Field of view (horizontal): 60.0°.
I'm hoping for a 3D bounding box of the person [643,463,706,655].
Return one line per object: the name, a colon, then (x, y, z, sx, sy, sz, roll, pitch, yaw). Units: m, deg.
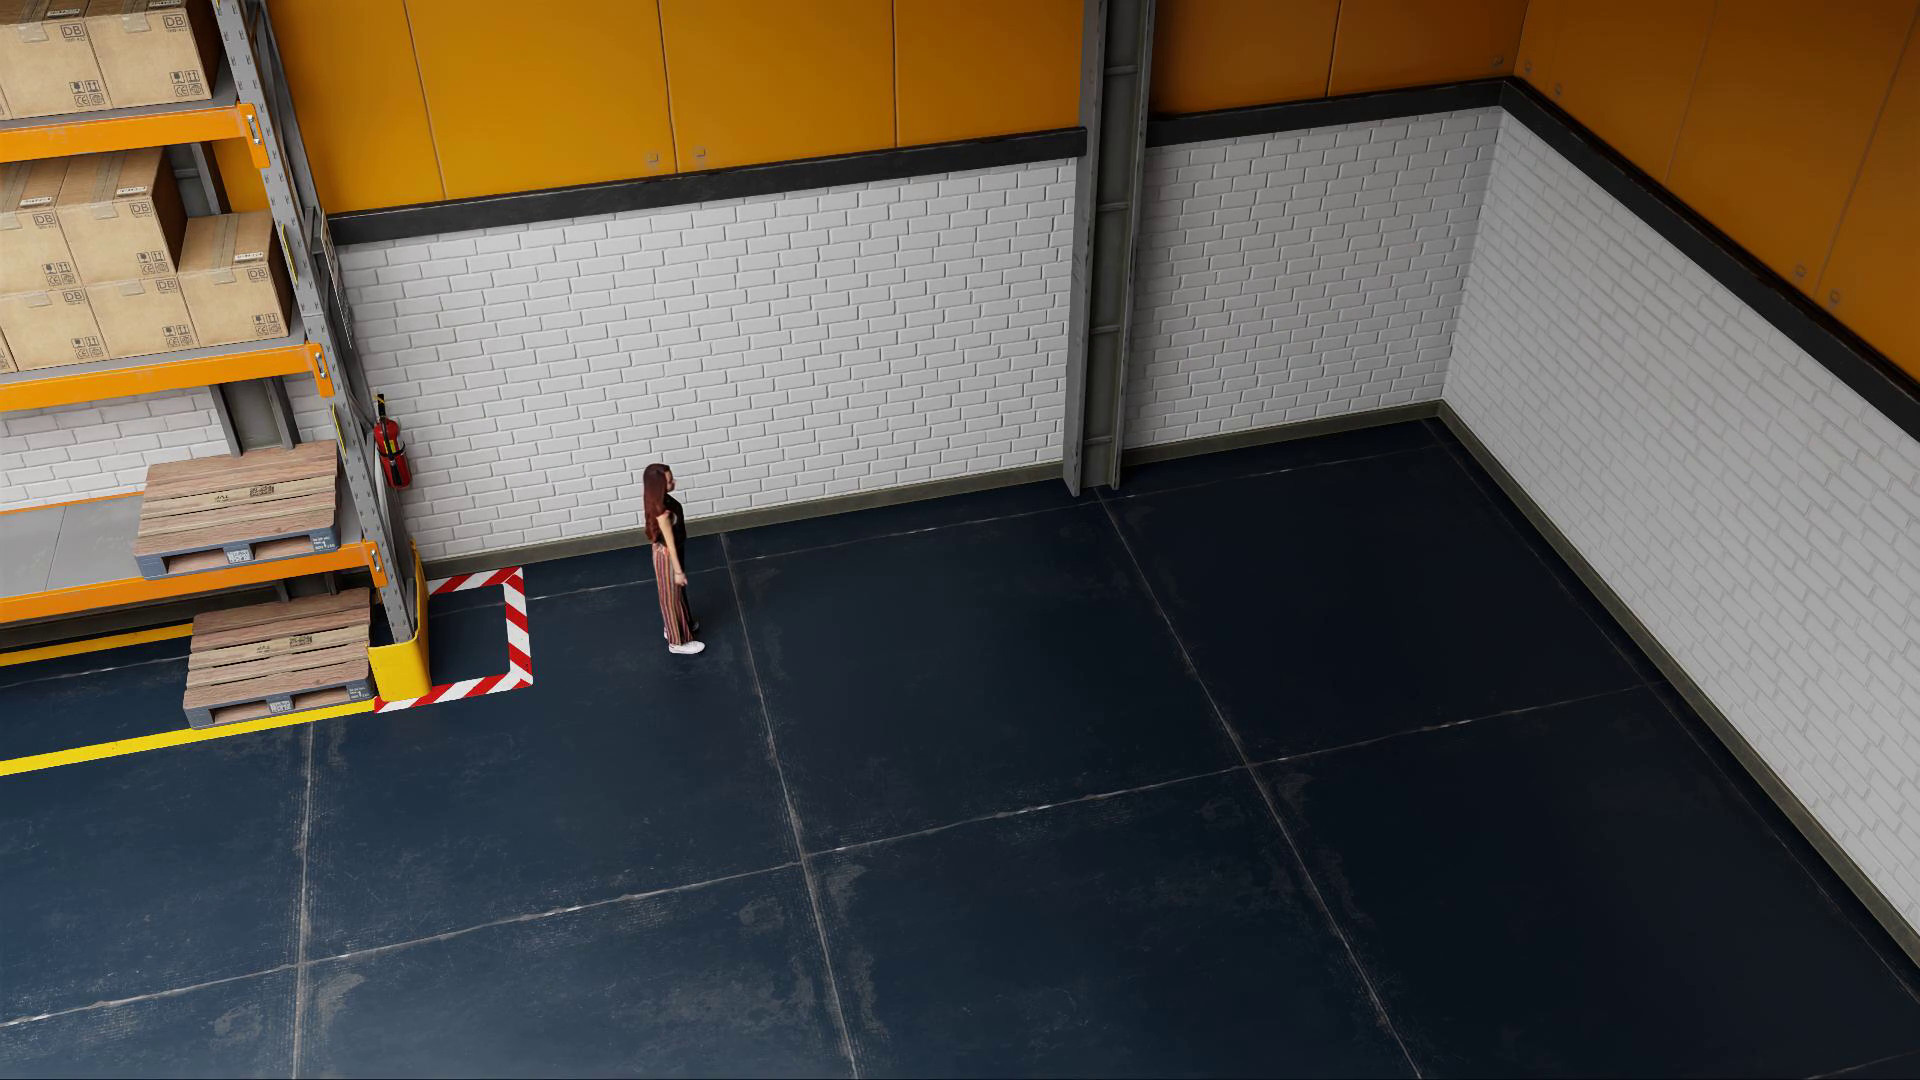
person: (-2.011, 0.106, 11.493, 0.502, 1.562, 0.550, -9, 39, -11)
